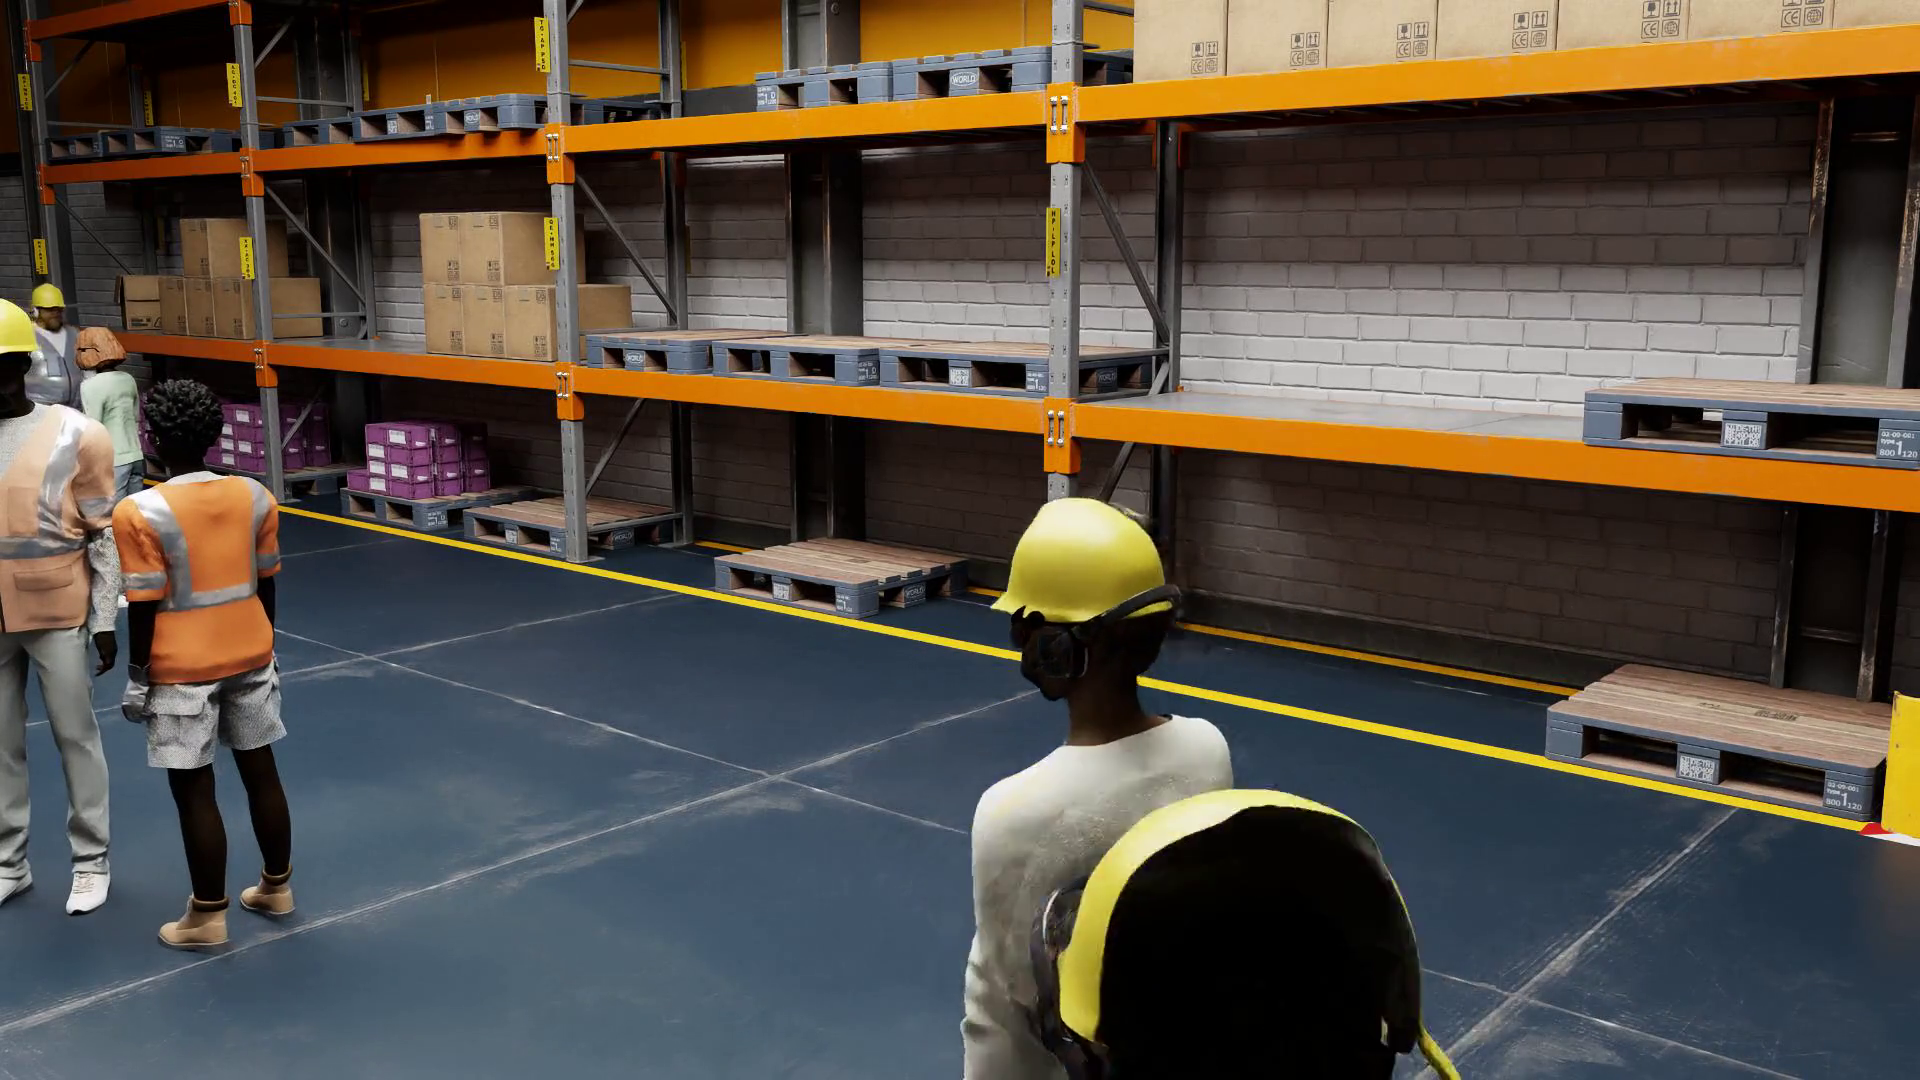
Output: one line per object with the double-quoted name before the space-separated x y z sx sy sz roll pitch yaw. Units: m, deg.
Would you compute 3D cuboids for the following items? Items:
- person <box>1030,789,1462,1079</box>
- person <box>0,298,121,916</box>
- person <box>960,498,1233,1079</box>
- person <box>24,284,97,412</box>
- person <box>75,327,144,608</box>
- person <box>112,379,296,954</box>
"person" 0.097 0.996 1.259 0.520 1.747 0.528 -8 13 -38
"person" -2.904 0.219 5.152 0.584 1.929 0.371 -1 10 -5
"person" 0.257 0.816 2.316 0.724 1.746 0.528 9 14 43
"person" -6.762 -1.021 12.582 0.791 1.803 0.597 5 11 28
"person" -4.915 -0.420 9.666 0.288 1.626 0.497 0 10 2
"person" -2.242 0.372 4.940 0.317 1.695 0.540 5 11 27
